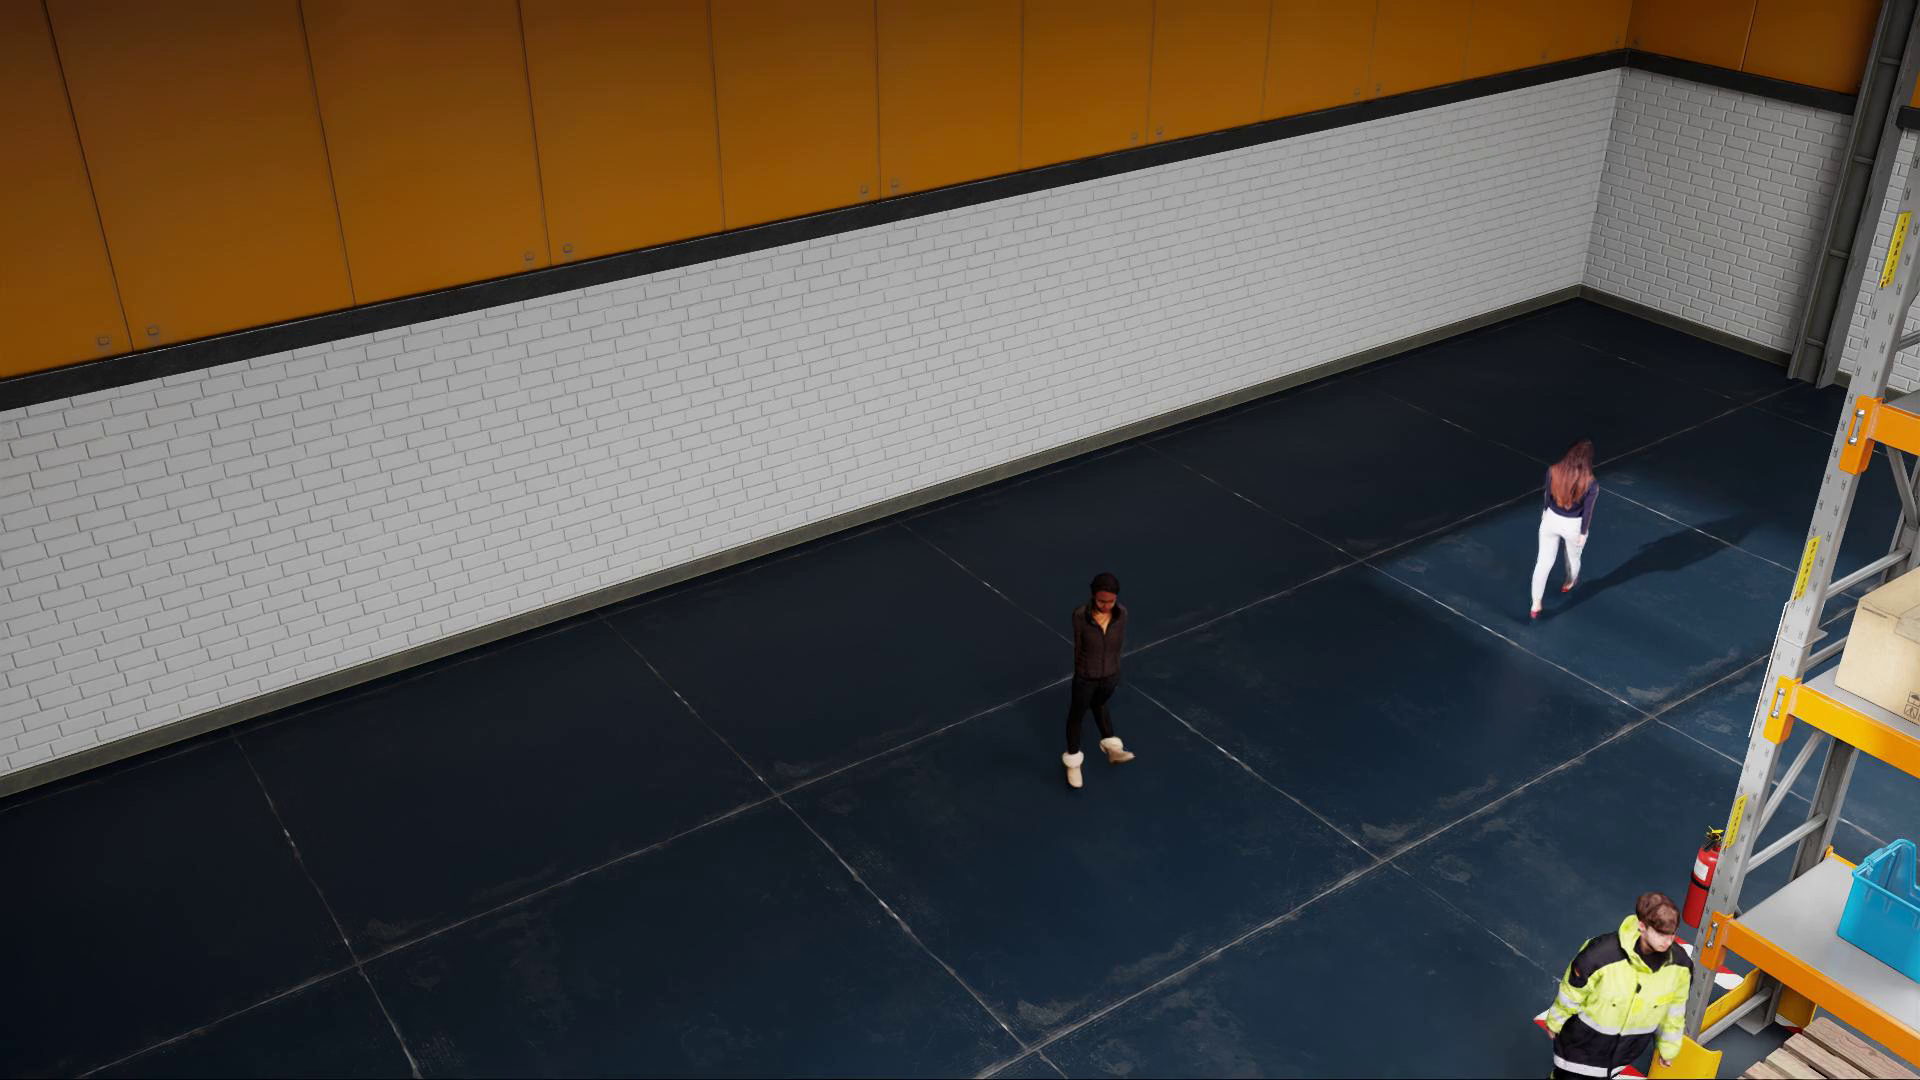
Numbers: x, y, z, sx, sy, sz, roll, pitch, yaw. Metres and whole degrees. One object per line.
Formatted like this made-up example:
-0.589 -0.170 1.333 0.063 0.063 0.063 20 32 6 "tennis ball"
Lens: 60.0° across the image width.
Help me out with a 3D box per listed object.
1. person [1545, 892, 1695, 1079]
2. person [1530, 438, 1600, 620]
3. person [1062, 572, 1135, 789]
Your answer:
3.325 2.500 8.697 1.147 1.913 1.385 -4 29 -7 "person"
4.968 -0.071 13.775 1.092 1.563 0.921 18 33 29 "person"
0.981 1.009 11.696 0.759 1.657 0.858 -10 30 -17 "person"
